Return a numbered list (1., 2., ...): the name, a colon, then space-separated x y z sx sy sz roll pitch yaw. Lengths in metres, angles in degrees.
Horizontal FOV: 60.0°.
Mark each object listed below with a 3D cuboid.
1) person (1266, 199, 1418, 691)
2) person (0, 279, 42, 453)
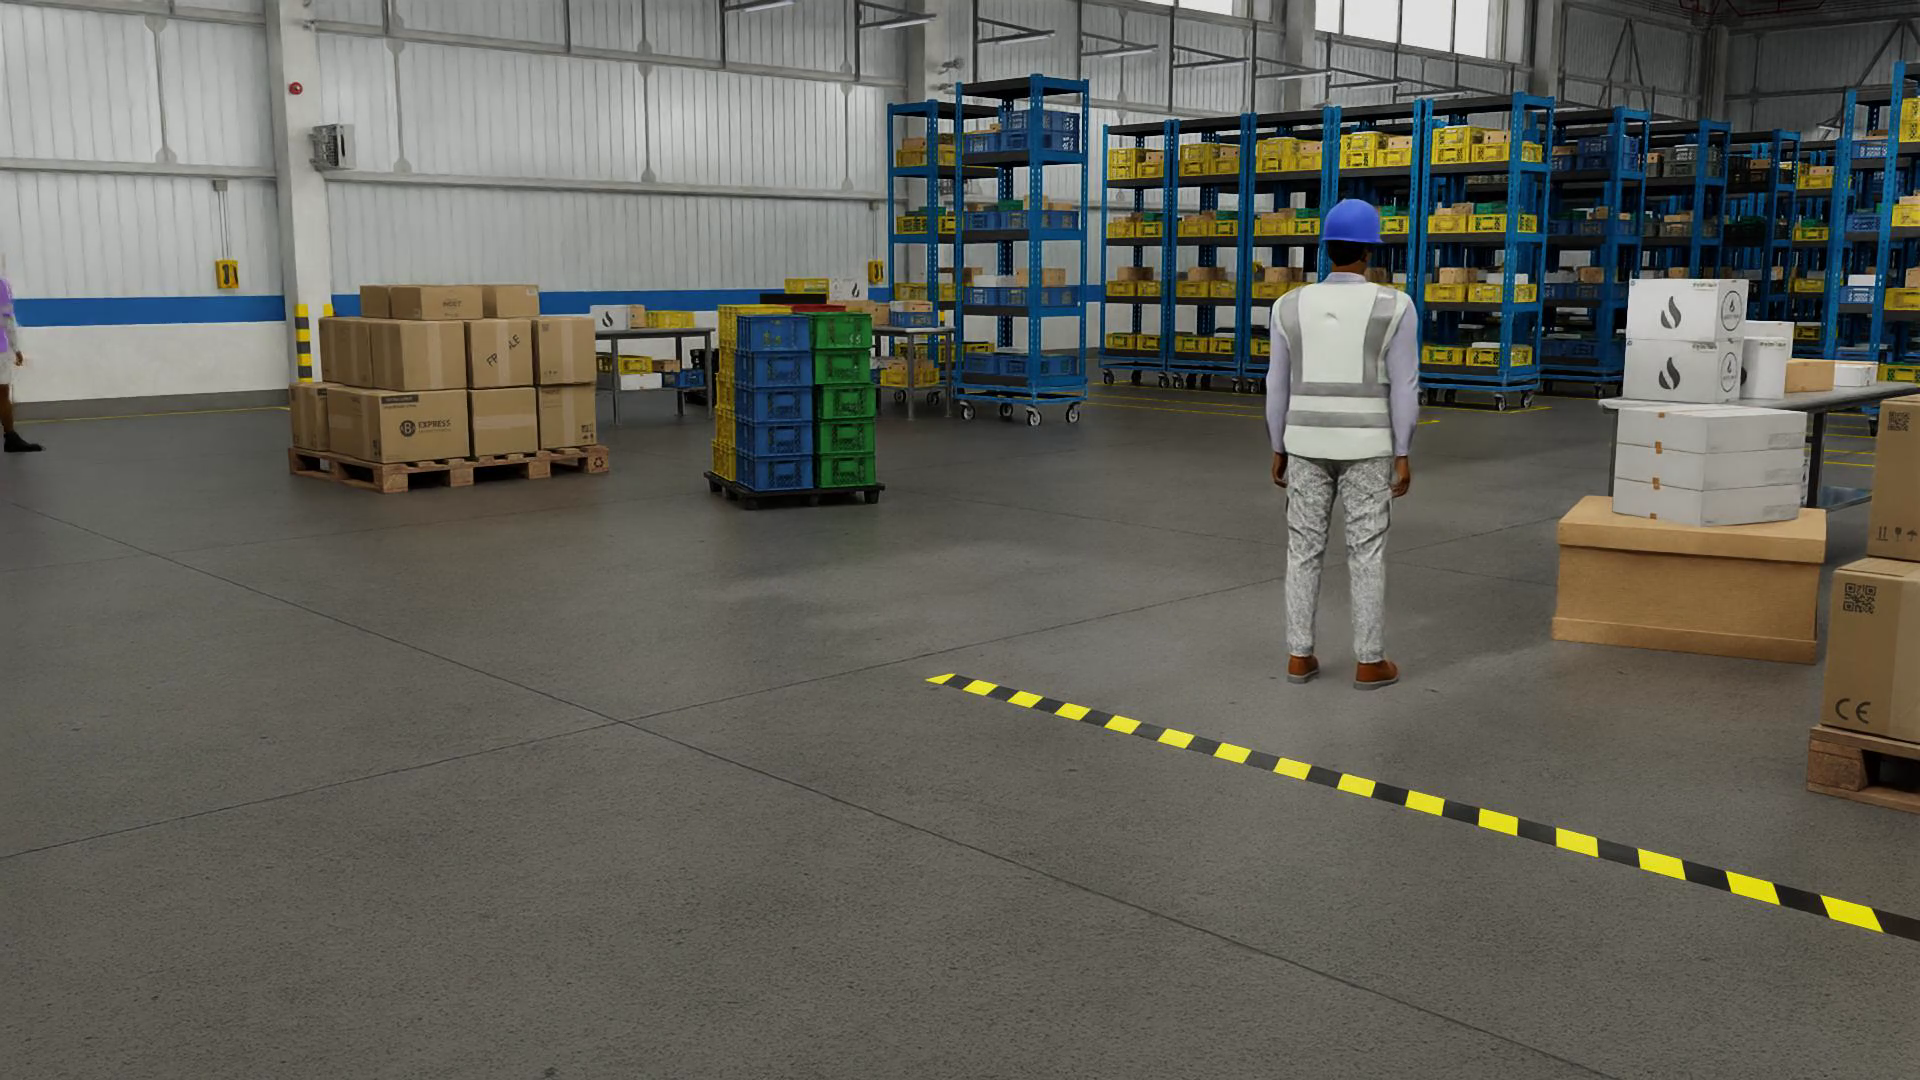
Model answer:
1. person: 1.521 -0.374 6.654 0.605 1.948 0.405 5 11 28
2. person: -8.539 -1.671 14.678 0.385 1.893 0.729 9 13 44
